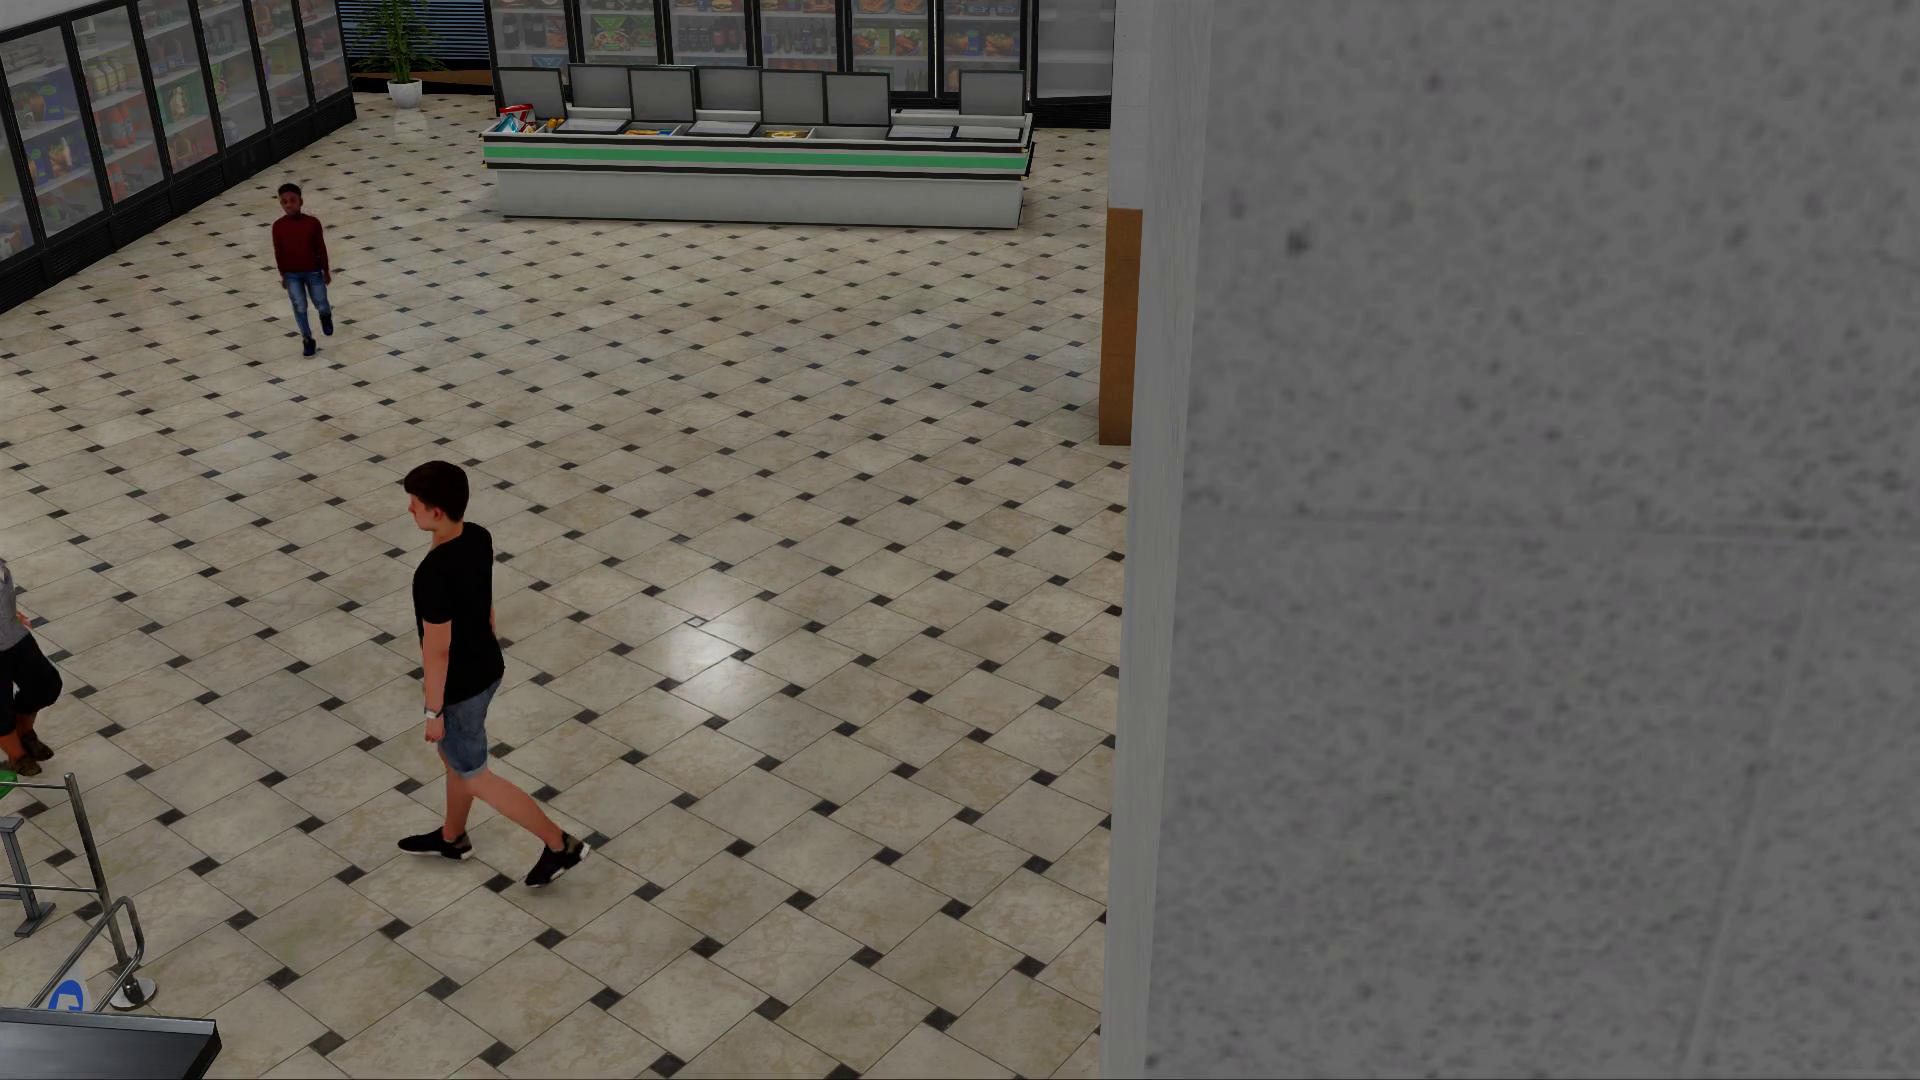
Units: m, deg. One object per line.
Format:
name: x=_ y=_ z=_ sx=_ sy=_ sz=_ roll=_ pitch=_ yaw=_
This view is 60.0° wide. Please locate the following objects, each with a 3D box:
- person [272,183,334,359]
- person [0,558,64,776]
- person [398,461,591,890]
person: x=-4.779 y=-1.983 z=12.094 sx=0.723 sy=1.244 sz=0.701 roll=-7 pitch=28 yaw=-14
person: x=-4.279 y=0.371 z=7.227 sx=0.701 sy=1.448 sz=0.670 roll=12 pitch=29 yaw=23
person: x=-1.848 y=0.560 z=6.442 sx=1.067 sy=1.822 sz=0.672 roll=2 pitch=27 yaw=4
